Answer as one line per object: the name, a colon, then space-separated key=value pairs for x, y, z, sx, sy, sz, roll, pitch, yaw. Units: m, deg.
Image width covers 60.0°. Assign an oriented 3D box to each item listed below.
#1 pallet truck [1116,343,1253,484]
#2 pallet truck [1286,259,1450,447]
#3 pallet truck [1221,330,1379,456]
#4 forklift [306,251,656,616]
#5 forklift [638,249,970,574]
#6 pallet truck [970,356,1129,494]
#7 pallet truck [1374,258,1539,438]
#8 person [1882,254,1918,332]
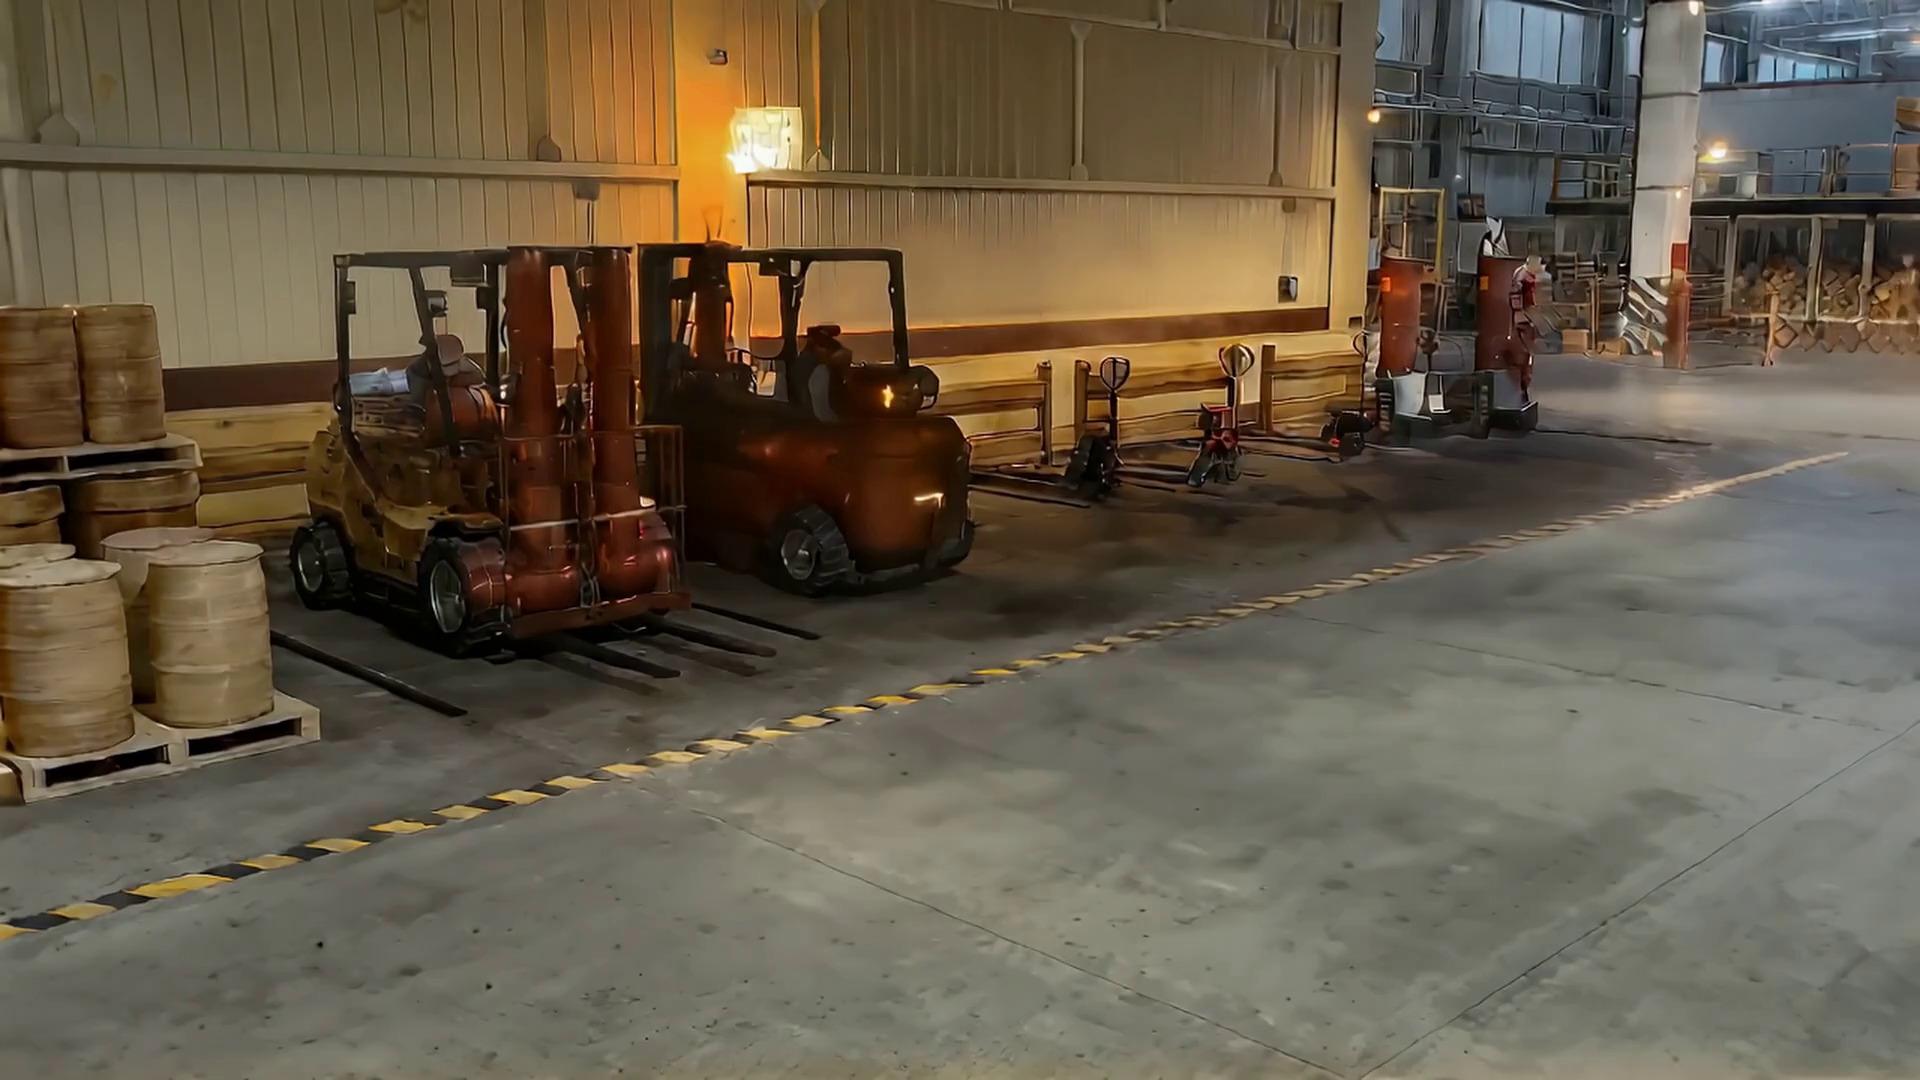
pallet truck: x=1.962 y=-1.215 z=15.415 sx=1.522 sy=1.261 sz=0.704 roll=10 pitch=14 yaw=43
pallet truck: x=4.493 y=-2.078 z=18.196 sx=0.823 sy=1.965 sz=1.885 roll=-9 pitch=14 yaw=-40
pallet truck: x=3.563 y=-1.581 z=17.381 sx=0.653 sy=1.274 sz=1.630 roll=-10 pitch=14 yaw=-44
forklift: x=-2.833 y=-0.669 z=9.694 sx=1.157 sy=1.987 sz=2.680 roll=-10 pitch=14 yaw=-44
forklift: x=-1.173 y=-0.958 z=11.239 sx=2.680 sy=1.987 sz=1.157 roll=10 pitch=14 yaw=43
pallet truck: x=0.784 y=-1.085 z=14.876 sx=0.680 sy=1.201 sz=1.601 roll=-10 pitch=14 yaw=-44
pallet truck: x=5.704 y=-2.208 z=18.901 sx=1.885 sy=1.965 sz=0.823 roll=10 pitch=14 yaw=43
person: x=22.192 y=-5.767 z=38.848 sx=0.502 sy=1.812 sz=0.946 roll=-8 pitch=13 yaw=-39
